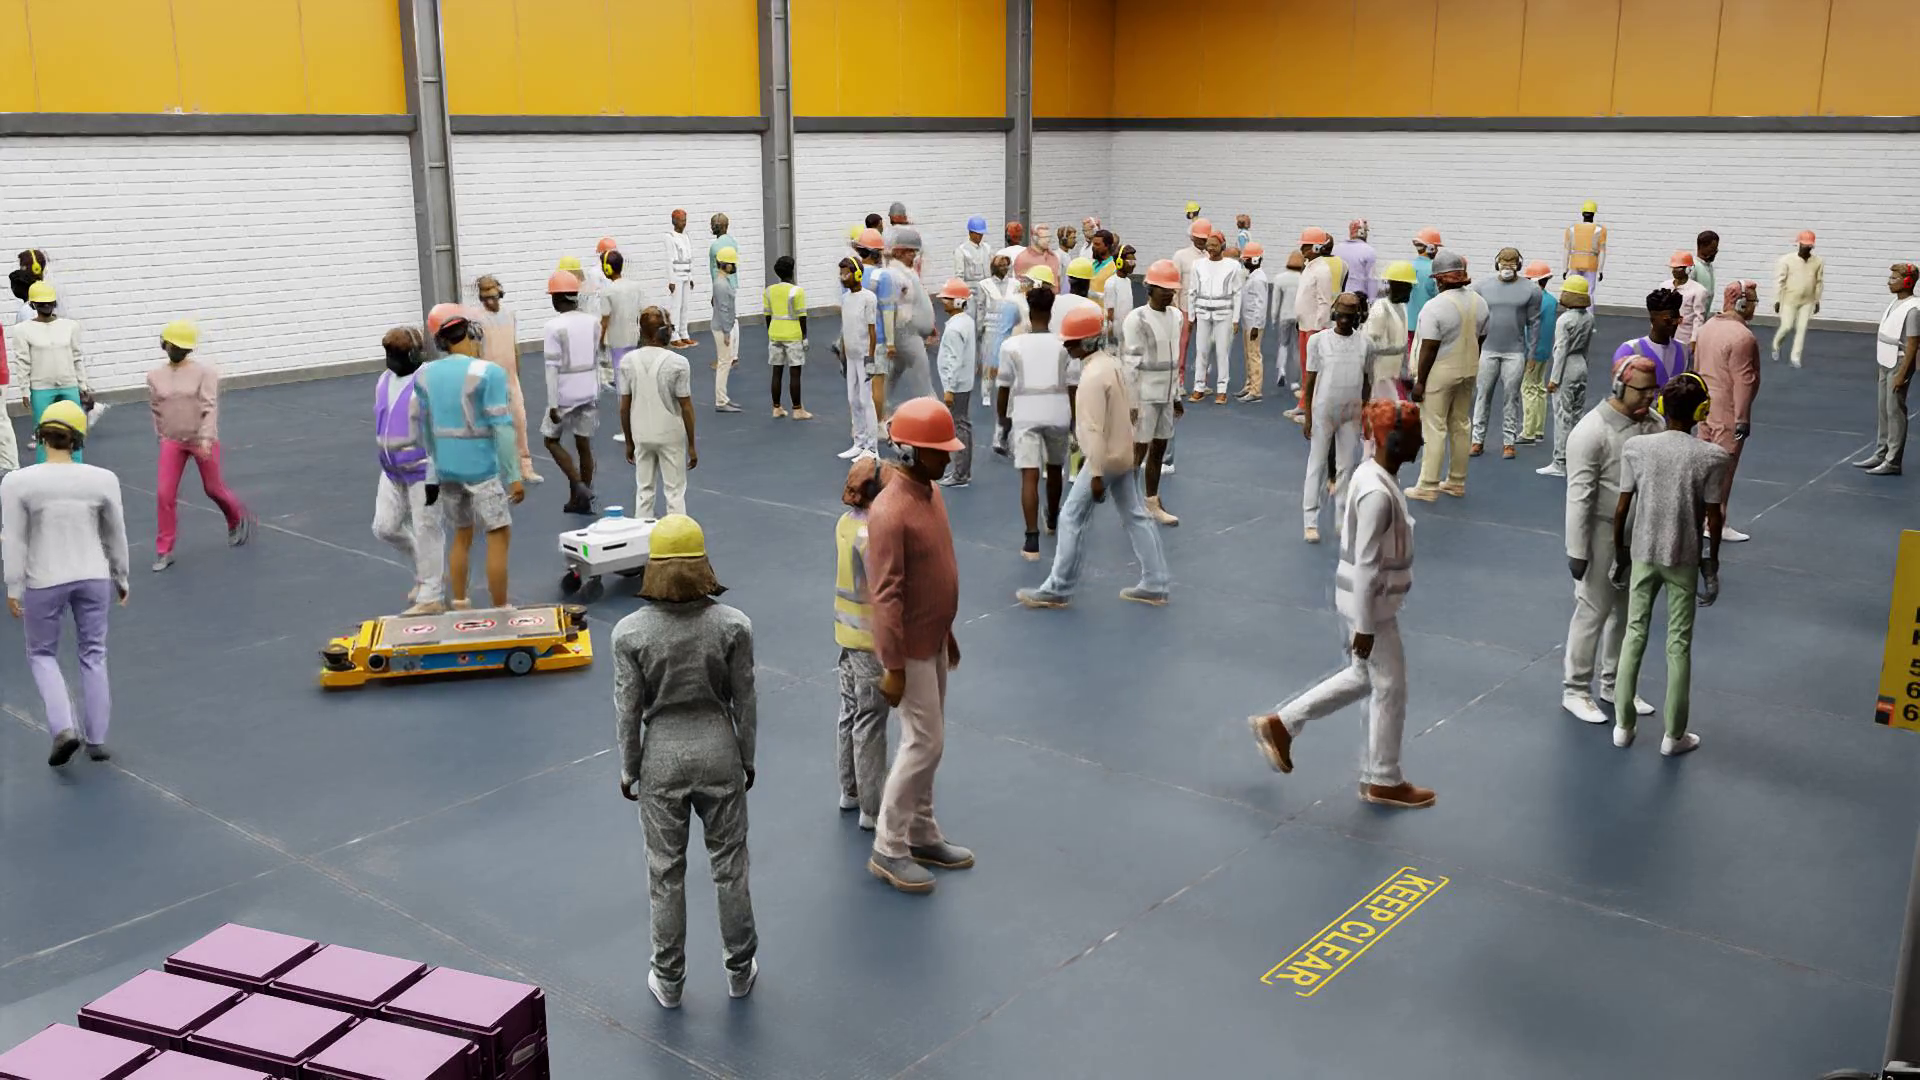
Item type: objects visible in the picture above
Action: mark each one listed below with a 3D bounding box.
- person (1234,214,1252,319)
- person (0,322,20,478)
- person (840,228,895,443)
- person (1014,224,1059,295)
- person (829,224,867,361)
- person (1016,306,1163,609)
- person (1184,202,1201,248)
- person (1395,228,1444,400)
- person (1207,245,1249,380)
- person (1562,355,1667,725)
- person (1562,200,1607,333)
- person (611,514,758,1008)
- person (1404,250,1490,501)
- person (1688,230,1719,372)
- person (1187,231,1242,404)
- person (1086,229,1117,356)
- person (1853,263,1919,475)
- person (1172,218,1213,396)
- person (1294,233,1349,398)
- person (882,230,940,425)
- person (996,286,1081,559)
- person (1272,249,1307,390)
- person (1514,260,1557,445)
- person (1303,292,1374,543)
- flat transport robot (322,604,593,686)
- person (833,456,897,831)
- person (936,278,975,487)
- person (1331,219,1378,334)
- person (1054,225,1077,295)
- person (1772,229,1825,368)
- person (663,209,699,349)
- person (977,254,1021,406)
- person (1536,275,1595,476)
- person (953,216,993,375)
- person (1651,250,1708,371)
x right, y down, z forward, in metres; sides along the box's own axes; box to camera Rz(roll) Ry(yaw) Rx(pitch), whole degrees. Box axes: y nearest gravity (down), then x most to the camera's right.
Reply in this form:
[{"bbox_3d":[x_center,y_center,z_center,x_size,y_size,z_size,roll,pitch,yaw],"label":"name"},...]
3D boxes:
[{"bbox_3d":[4.441,-4.284,26.110,0.309,1.638,0.523,5,15,19],"label":"person"},{"bbox_3d":[-8.444,-1.406,14.402,0.574,1.740,0.349,13,19,43],"label":"person"},{"bbox_3d":[-0.859,-1.959,15.996,0.610,2.043,0.375,10,17,36],"label":"person"},{"bbox_3d":[0.912,-2.635,18.976,0.651,1.907,0.409,-12,19,-40],"label":"person"},{"bbox_3d":[-1.343,-3.015,20.690,0.581,1.814,0.611,4,15,16],"label":"person"},{"bbox_3d":[0.862,-0.495,10.429,0.904,1.918,0.639,5,15,18],"label":"person"},{"bbox_3d":[3.866,-4.735,27.673,0.339,1.761,0.524,1,14,2],"label":"person"},{"bbox_3d":[4.713,-2.187,17.020,0.392,1.985,0.625,-13,19,-41],"label":"person"},{"bbox_3d":[3.180,-2.715,19.876,0.509,1.610,0.423,-4,14,-14],"label":"person"},{"bbox_3d":[3.358,-0.005,8.492,0.659,1.896,0.401,-8,16,-29],"label":"person"},{"bbox_3d":[9.133,-3.991,24.352,0.588,1.928,0.383,8,16,30],"label":"person"},{"bbox_3d":[-0.938,0.764,5.743,0.485,1.736,0.308,-3,14,-13],"label":"person"},{"bbox_3d":[3.910,-1.343,13.542,0.676,2.000,0.536,-8,16,-30],"label":"person"},{"bbox_3d":[7.853,-2.344,17.792,0.375,1.916,0.599,12,18,39],"label":"person"},{"bbox_3d":[2.775,-2.434,18.217,0.587,1.882,0.341,6,15,23],"label":"person"},{"bbox_3d":[1.536,-2.359,17.844,0.392,1.922,0.587,-8,16,-28],"label":"person"},{"bbox_3d":[8.168,-1.485,14.501,0.386,1.845,0.568,3,14,11],"label":"person"},{"bbox_3d":[2.670,-2.619,18.752,0.610,1.985,0.392,-4,15,-15],"label":"person"},{"bbox_3d":[4.003,-2.495,18.547,0.629,1.843,0.429,-8,16,-29],"label":"person"},{"bbox_3d":[-0.424,-2.126,16.668,1.008,2.000,0.686,1,14,3],"label":"person"},{"bbox_3d":[0.567,-0.870,11.988,0.616,1.886,1.079,0,14,-1],"label":"person"},{"bbox_3d":[3.845,-2.533,19.158,0.505,1.623,0.358,4,15,16],"label":"person"},{"bbox_3d":[5.459,-1.786,15.891,0.338,1.749,0.573,11,18,38],"label":"person"},{"bbox_3d":[2.754,-0.889,12.136,0.507,1.840,0.343,-1,14,-5],"label":"person"},{"bbox_3d":[-2.833,0.580,9.443,1.431,0.197,0.652,-4,14,-14],"label":"flat transport robot"},{"bbox_3d":[-0.391,0.445,7.212,0.310,1.639,0.514,-5,15,-21],"label":"person"},{"bbox_3d":[-0.039,-1.331,14.064,0.318,1.755,0.569,2,14,10],"label":"person"},{"bbox_3d":[4.768,-2.906,20.064,0.410,1.906,0.643,-12,18,-40],"label":"person"},{"bbox_3d":[1.231,-2.844,19.960,0.340,1.838,0.506,5,15,18],"label":"person"},{"bbox_3d":[10.574,-3.053,20.993,0.567,1.736,0.467,2,14,6],"label":"person"},{"bbox_3d":[-3.829,-3.576,22.785,0.343,1.880,0.586,5,15,19],"label":"person"},{"bbox_3d":[0.427,-2.279,18.084,0.522,1.645,0.305,-4,15,-17],"label":"person"},{"bbox_3d":[5.291,-1.430,14.493,0.490,1.744,0.295,-11,18,-38],"label":"person"},{"bbox_3d":[0.183,-2.980,20.313,0.619,1.932,0.420,-13,19,-43],"label":"person"},{"bbox_3d":[7.381,-2.110,17.184,0.327,1.753,0.563,-9,16,-31],"label":"person"}]
